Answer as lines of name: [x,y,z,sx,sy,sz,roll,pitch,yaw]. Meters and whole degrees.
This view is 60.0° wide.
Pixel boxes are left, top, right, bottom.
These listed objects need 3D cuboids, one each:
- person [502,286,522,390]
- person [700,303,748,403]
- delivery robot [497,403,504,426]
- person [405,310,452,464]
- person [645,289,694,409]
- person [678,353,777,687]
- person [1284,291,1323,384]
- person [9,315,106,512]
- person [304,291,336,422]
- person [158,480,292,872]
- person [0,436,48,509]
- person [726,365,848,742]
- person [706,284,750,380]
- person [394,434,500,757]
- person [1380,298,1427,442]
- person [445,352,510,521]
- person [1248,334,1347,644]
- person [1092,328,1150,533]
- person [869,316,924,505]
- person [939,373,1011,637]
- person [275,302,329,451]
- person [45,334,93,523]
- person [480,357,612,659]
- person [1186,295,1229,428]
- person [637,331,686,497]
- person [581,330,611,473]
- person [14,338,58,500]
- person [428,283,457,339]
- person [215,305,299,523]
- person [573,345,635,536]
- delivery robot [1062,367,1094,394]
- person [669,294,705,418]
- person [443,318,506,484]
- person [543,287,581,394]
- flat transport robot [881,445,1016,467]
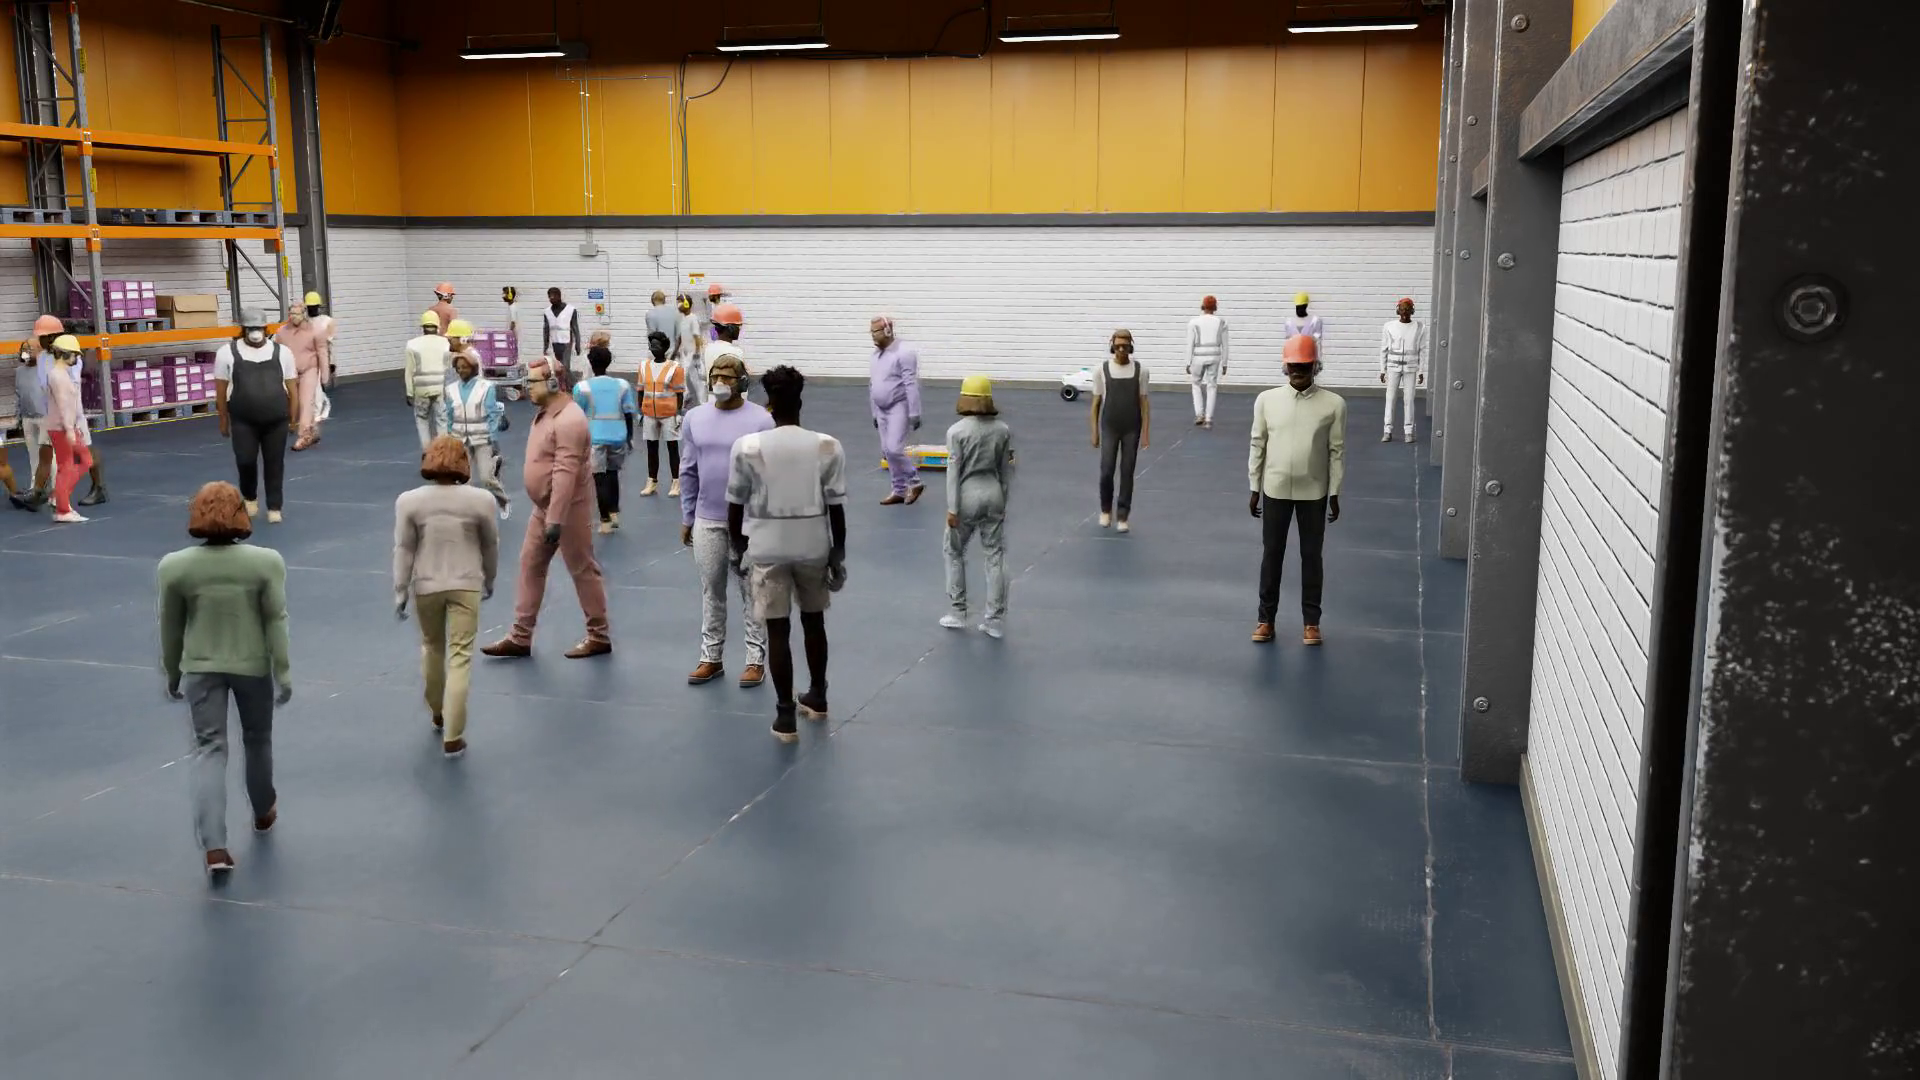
person: [-7.898,-3.510,29.138,0.493,1.857,0.552,-3,10,-16]
person: [-2.086,-1.112,15.040,0.373,2.044,0.606,-9,13,-41]
delivery robot: [-6.611,-1.773,22.729,0.707,0.478,0.477,3,10,15]
person: [-6.108,-1.746,19.278,0.622,1.811,0.552,-4,11,-23]
person: [-4.585,-2.978,26.071,0.642,1.897,0.985,-10,14,-44]
person: [-1.339,-0.112,9.677,0.632,1.940,0.372,3,10,14]
person: [4.979,-2.642,24.080,0.605,1.909,0.660,6,12,29]
person: [-8.722,-1.215,16.037,0.557,1.881,1.017,3,10,17]
person: [-9.441,-2.700,24.431,0.587,1.902,0.856,1,10,7]
person: [-3.054,0.547,6.920,0.511,1.593,0.839,-3,10,-16]
person: [-9.421,-1.183,15.898,1.010,1.895,0.543,-3,11,-18]
person: [-0.910,0.058,8.752,0.621,1.933,0.709,-2,10,-12]
person: [-4.145,-3.535,29.147,0.810,1.912,0.553,-1,10,-4]
person: [-2.613,0.258,8.540,0.502,1.596,0.812,-1,10,-7]
person: [5.779,-2.211,21.728,0.576,1.880,0.355,3,10,14]
person: [-4.335,-0.884,14.925,0.530,1.622,0.580,2,10,13]
person: [2.158,-0.322,10.701,0.611,1.995,0.375,3,10,14]
person: [1.440,-0.967,14.833,0.508,1.831,0.403,0,10,-1]
person: [-0.666,-1.264,16.372,0.435,1.878,0.669,-8,13,-38]
person: [0.094,-0.239,11.003,0.505,1.718,0.657,-6,11,-29]
person: [-8.350,-2.081,21.082,0.654,1.859,1.005,2,10,9]
person: [-8.242,-1.019,15.358,0.383,1.743,0.541,-4,11,-22]
person: [-2.560,-0.172,10.181,0.884,1.869,0.669,-6,12,-31]
person: [3.494,-2.522,23.506,0.601,1.866,0.589,0,10,0]
person: [-3.053,-1.279,16.970,0.535,1.697,0.318,3,10,14]
person: [-4.173,-1.553,18.734,0.512,1.615,0.539,-4,11,-22]
person: [-9.324,-1.221,16.807,0.499,1.636,0.286,3,10,14]
person: [-7.955,-2.976,25.750,0.610,1.989,0.392,6,12,30]
person: [-6.439,-1.160,15.321,0.708,2.000,0.536,-6,11,-29]
person: [-3.191,-0.886,14.769,0.555,1.674,0.541,-6,12,-30]
delivery robot: [2.061,-2.630,27.572,0.707,0.478,0.477,2,11,9]
person: [-4.148,-2.737,24.841,0.850,1.827,0.505,-4,11,-22]
person: [-5.109,-1.401,17.321,0.676,1.815,0.602,-6,12,-31]
person: [-6.560,-3.175,27.215,0.599,1.856,0.699,3,11,19]
flat transport robot: [-0.128,-0.952,19.148,1.431,0.197,0.652,3,10,15]
